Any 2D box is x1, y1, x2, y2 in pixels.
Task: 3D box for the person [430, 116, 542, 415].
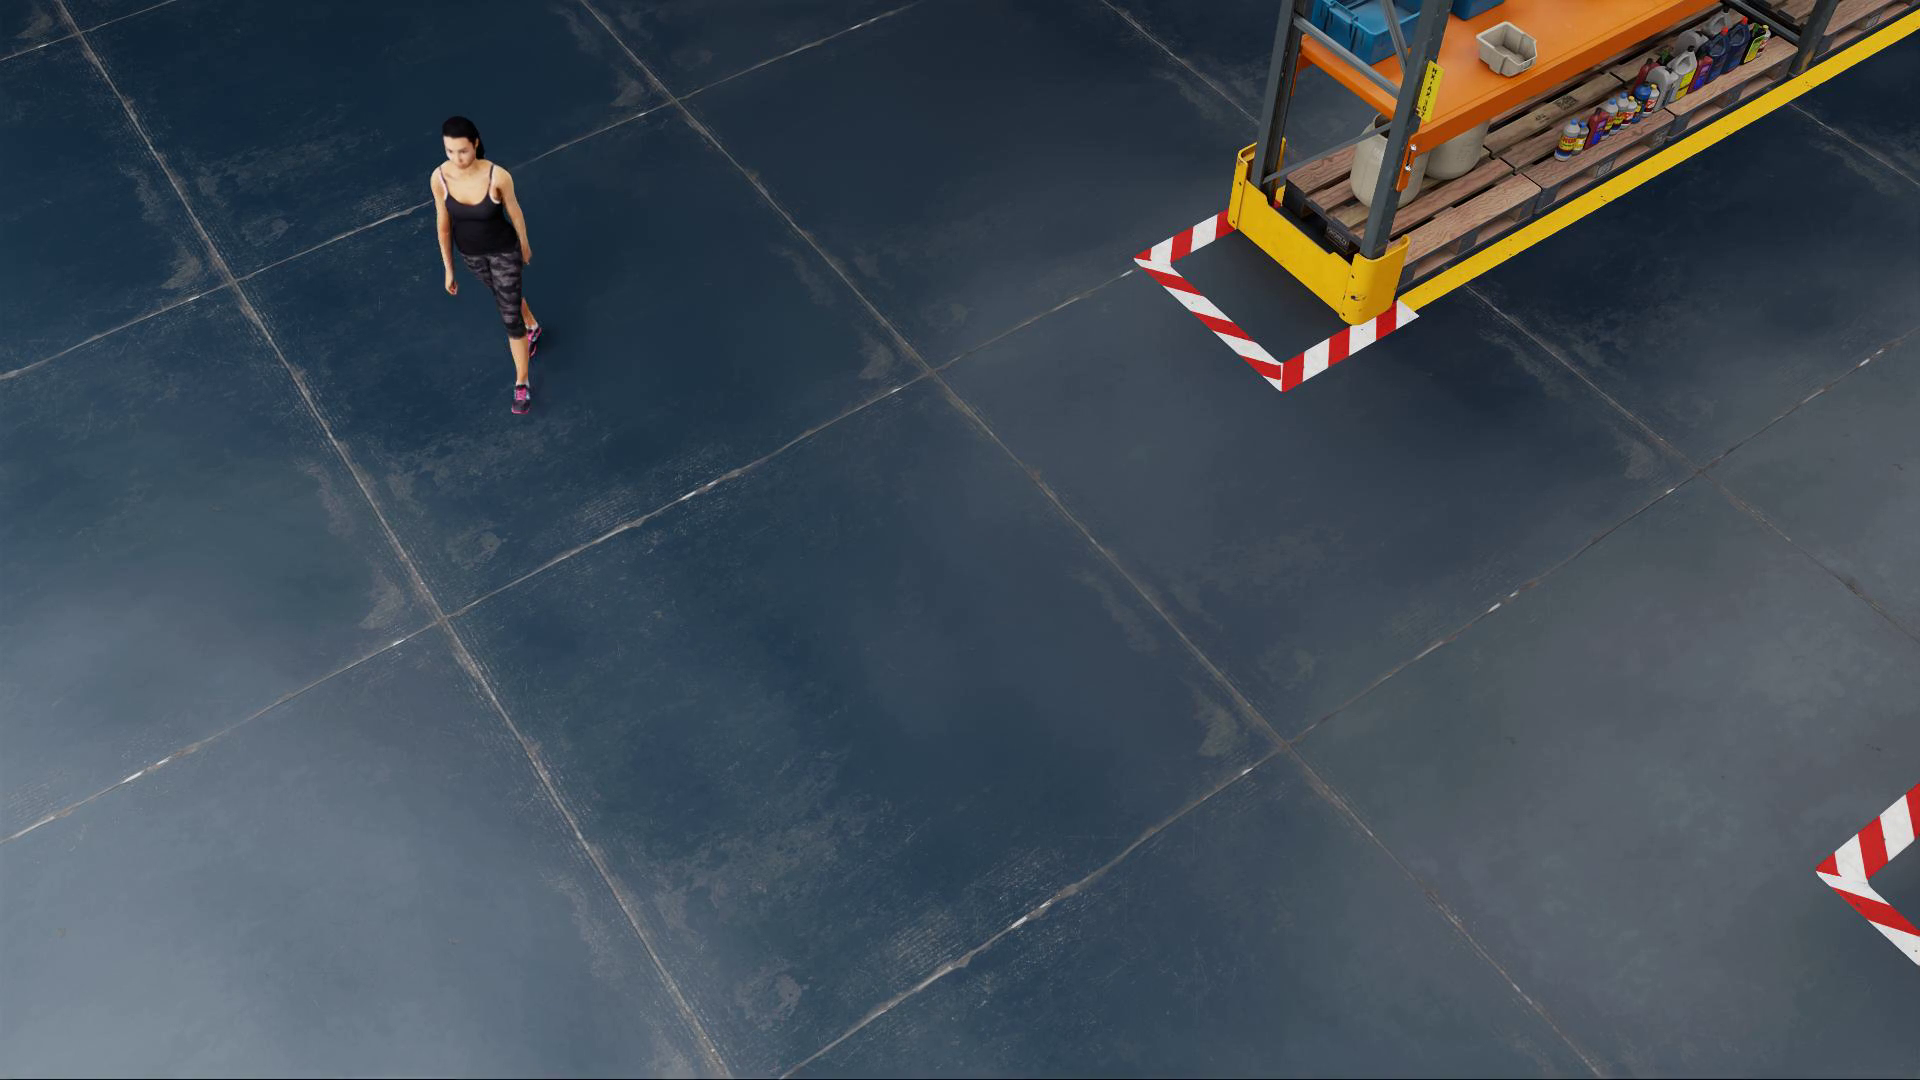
[{"bbox_3d":[-2.486,-1.594,8.885,0.990,1.702,1.008,5,52,4],"label":"person"}]
